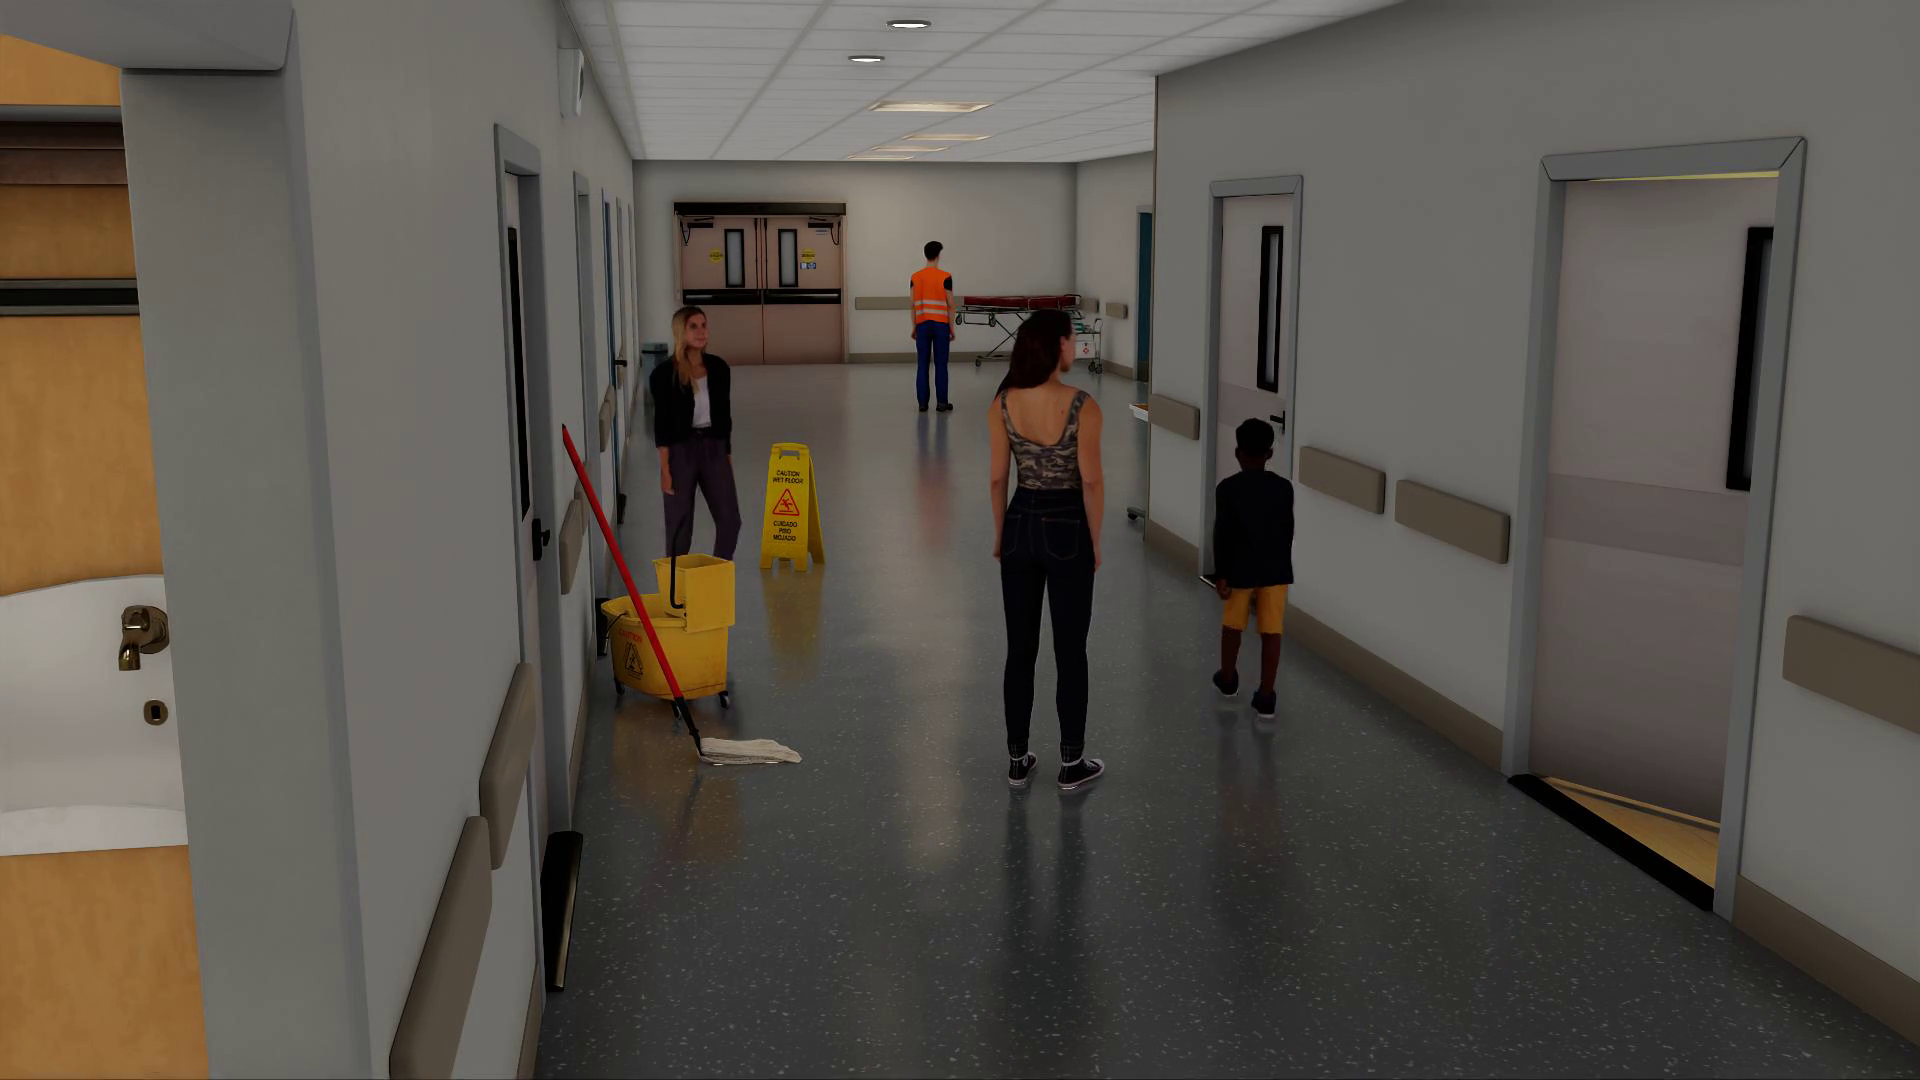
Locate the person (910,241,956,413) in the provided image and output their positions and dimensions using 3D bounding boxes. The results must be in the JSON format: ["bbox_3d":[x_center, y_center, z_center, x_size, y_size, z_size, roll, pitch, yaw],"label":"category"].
[{"bbox_3d":[-0.308,-2.391,18.610,0.762,1.888,0.757,2,11,11],"label":"person"}]

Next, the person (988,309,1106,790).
[{"bbox_3d":[0.323,0.030,6.175,0.696,1.769,0.723,5,12,24],"label":"person"}]

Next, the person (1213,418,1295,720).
[{"bbox_3d":[1.260,0.136,7.013,0.574,1.248,0.778,0,11,-2],"label":"person"}]

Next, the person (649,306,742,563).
[{"bbox_3d":[-1.395,-0.367,8.545,0.668,1.665,0.686,-5,12,-26],"label":"person"}]
